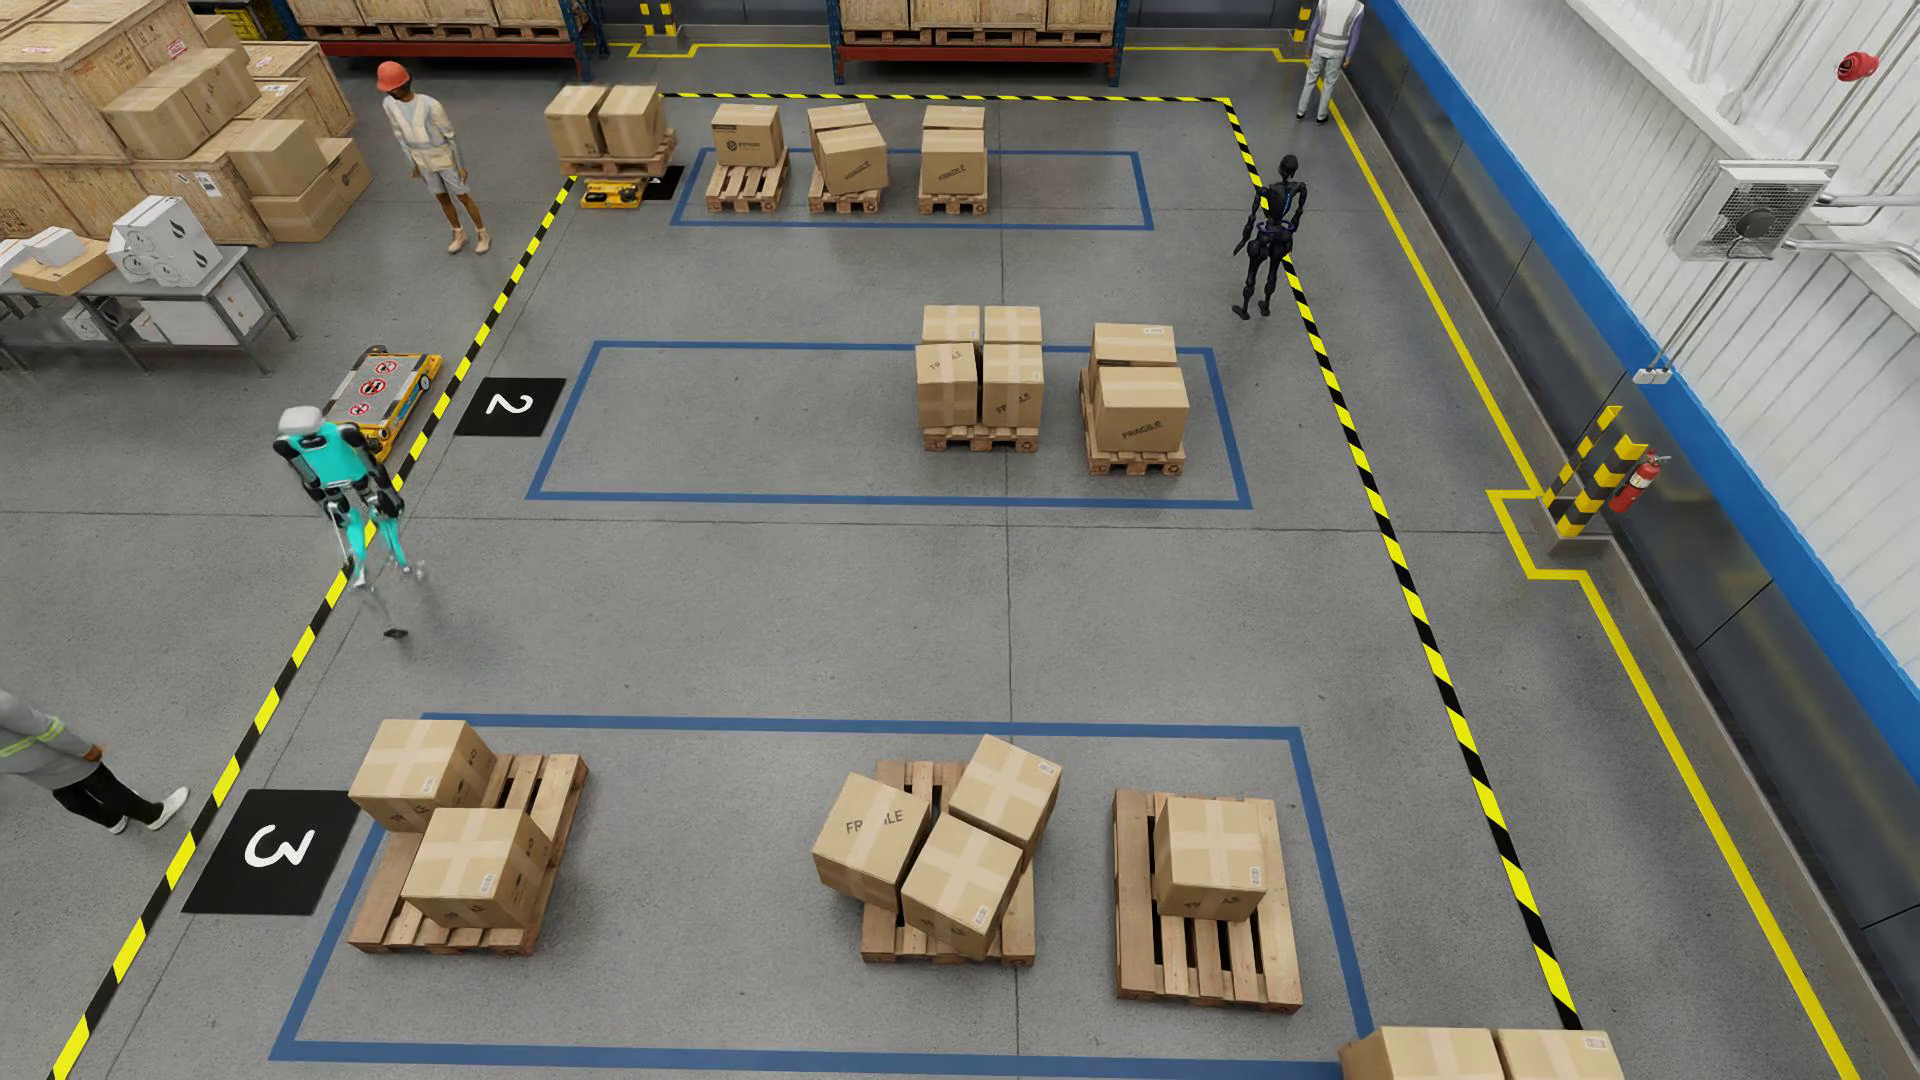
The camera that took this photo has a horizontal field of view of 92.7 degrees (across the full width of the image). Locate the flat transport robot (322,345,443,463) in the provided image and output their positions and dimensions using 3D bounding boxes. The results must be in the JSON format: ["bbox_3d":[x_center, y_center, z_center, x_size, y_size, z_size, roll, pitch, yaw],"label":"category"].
[{"bbox_3d":[-5.383,-1.269,8.441,0.659,0.231,1.431,1,50,1],"label":"flat transport robot"}]

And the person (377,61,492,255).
[{"bbox_3d":[-5.456,-3.921,9.528,0.607,2.036,0.398,4,50,3],"label":"person"}]

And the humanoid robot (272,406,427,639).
[{"bbox_3d":[-4.226,-0.012,6.433,0.543,1.768,0.973,-12,51,-10],"label":"humanoid robot"}]

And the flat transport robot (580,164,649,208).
[{"bbox_3d":[-4.106,-4.497,11.154,0.652,0.197,1.431,1,50,1],"label":"flat transport robot"}]

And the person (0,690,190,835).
[{"bbox_3d":[-5.348,1.188,5.327,0.589,1.848,0.406,-1,50,-1],"label":"person"}]

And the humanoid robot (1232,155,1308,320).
[{"bbox_3d":[3.000,-2.924,8.911,0.599,1.654,0.315,-8,50,-7],"label":"humanoid robot"}]

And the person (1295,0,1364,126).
[{"bbox_3d":[4.688,-6.216,11.603,0.598,1.827,0.404,23,54,19],"label":"person"}]
